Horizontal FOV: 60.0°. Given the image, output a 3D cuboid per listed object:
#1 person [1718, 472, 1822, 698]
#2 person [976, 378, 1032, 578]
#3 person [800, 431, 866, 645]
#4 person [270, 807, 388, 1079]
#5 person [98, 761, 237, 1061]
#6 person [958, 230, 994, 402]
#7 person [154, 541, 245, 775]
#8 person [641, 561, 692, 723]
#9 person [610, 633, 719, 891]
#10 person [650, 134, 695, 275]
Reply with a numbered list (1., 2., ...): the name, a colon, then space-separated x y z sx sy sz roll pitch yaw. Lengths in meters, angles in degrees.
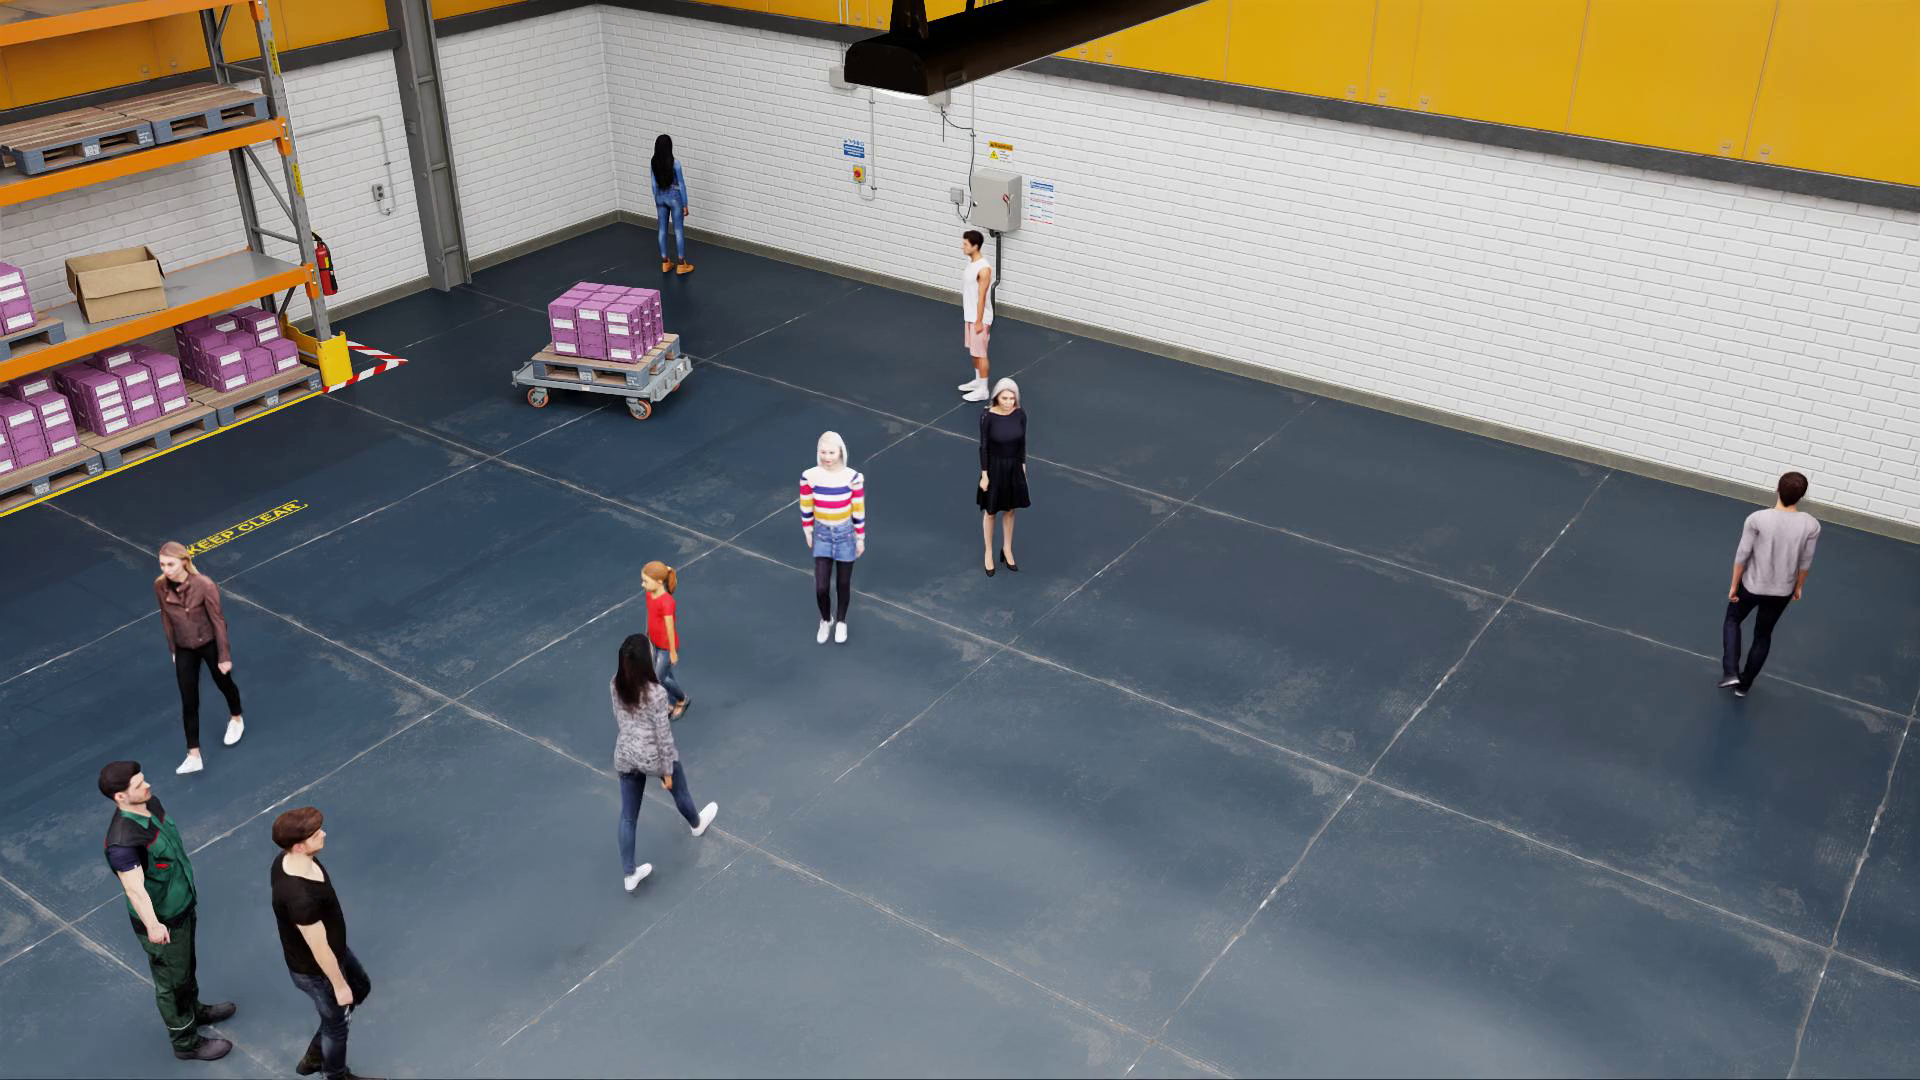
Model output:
1. person: 5.828 0.374 12.013 0.766 1.829 0.814 9 30 16
2. person: 0.354 -0.534 13.762 0.671 1.748 0.757 -10 30 -18
3. person: -0.945 -0.048 12.819 0.771 1.798 0.808 0 29 0
4. person: -3.407 2.197 8.615 0.886 1.884 0.847 -10 30 -18
5. person: -4.325 1.980 8.994 0.792 1.901 0.756 -8 30 -14
6. person: 0.194 -2.303 16.970 0.778 1.783 0.733 -7 29 -13
7. person: -5.226 0.720 11.543 0.976 1.674 1.112 0 29 0
8. person: -2.067 0.723 11.929 0.591 1.297 0.562 -20 34 -32
9. person: -2.002 1.403 10.269 0.760 1.693 1.139 12 31 21
10. person: -3.560 -4.122 20.378 0.651 1.712 0.586 11 31 20
